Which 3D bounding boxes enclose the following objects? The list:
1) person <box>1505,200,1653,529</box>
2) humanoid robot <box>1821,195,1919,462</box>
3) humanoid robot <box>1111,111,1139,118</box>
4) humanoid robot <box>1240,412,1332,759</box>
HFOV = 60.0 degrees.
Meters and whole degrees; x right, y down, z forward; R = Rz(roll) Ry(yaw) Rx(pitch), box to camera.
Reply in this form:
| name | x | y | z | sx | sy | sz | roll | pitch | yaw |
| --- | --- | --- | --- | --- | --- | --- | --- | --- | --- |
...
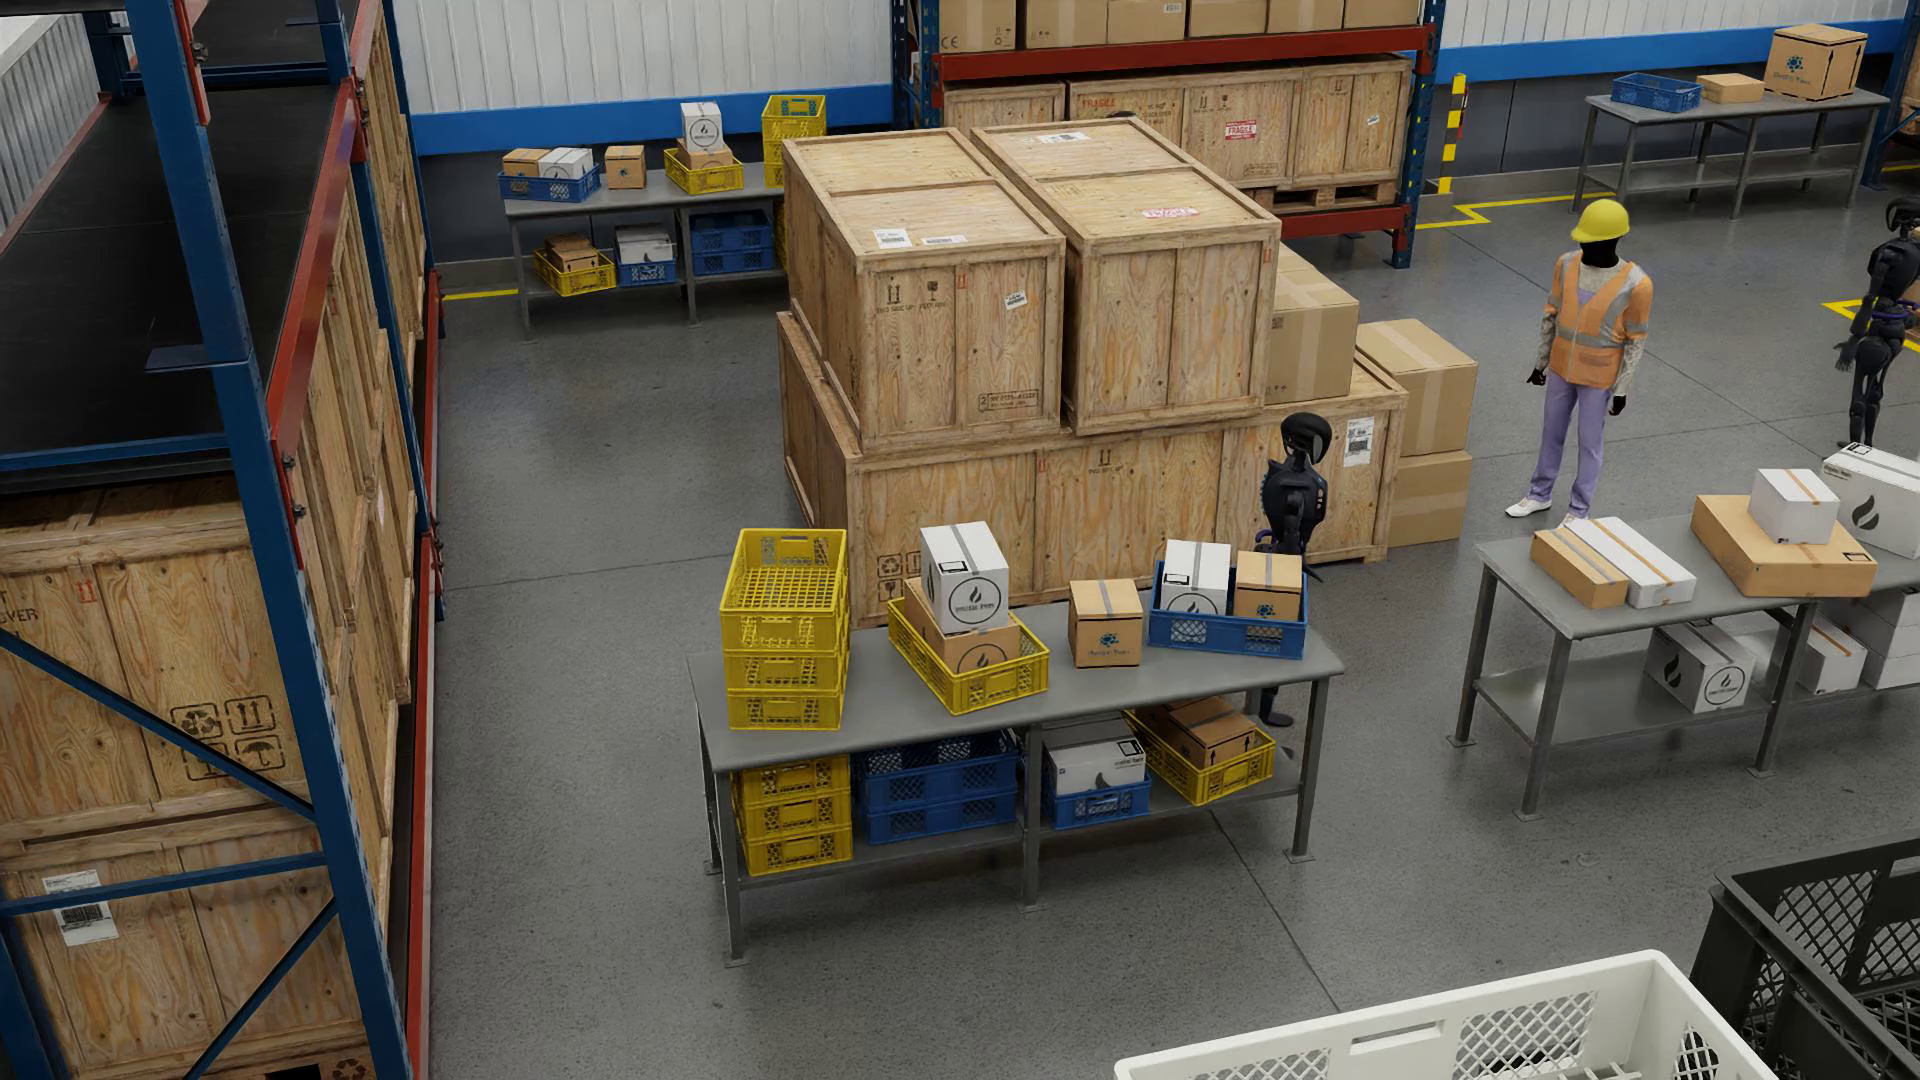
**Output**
| name | x | y | z | sx | sy | sz | roll | pitch | yaw |
| --- | --- | --- | --- | --- | --- | --- | --- | --- | --- |
| person | 3.390 | -0.925 | 9.085 | 0.381 | 1.917 | 0.592 | -20 | 35 | -32 |
| humanoid robot | 5.467 | -1.240 | 9.907 | 0.357 | 1.649 | 0.561 | 25 | 37 | 37 |
| humanoid robot | 1.102 | -2.210 | 11.724 | 0.770 | 1.630 | 0.611 | -10 | 30 | -17 |
| humanoid robot | 1.440 | 0.191 | 7.309 | 0.327 | 1.652 | 0.563 | 6 | 29 | 11 |
